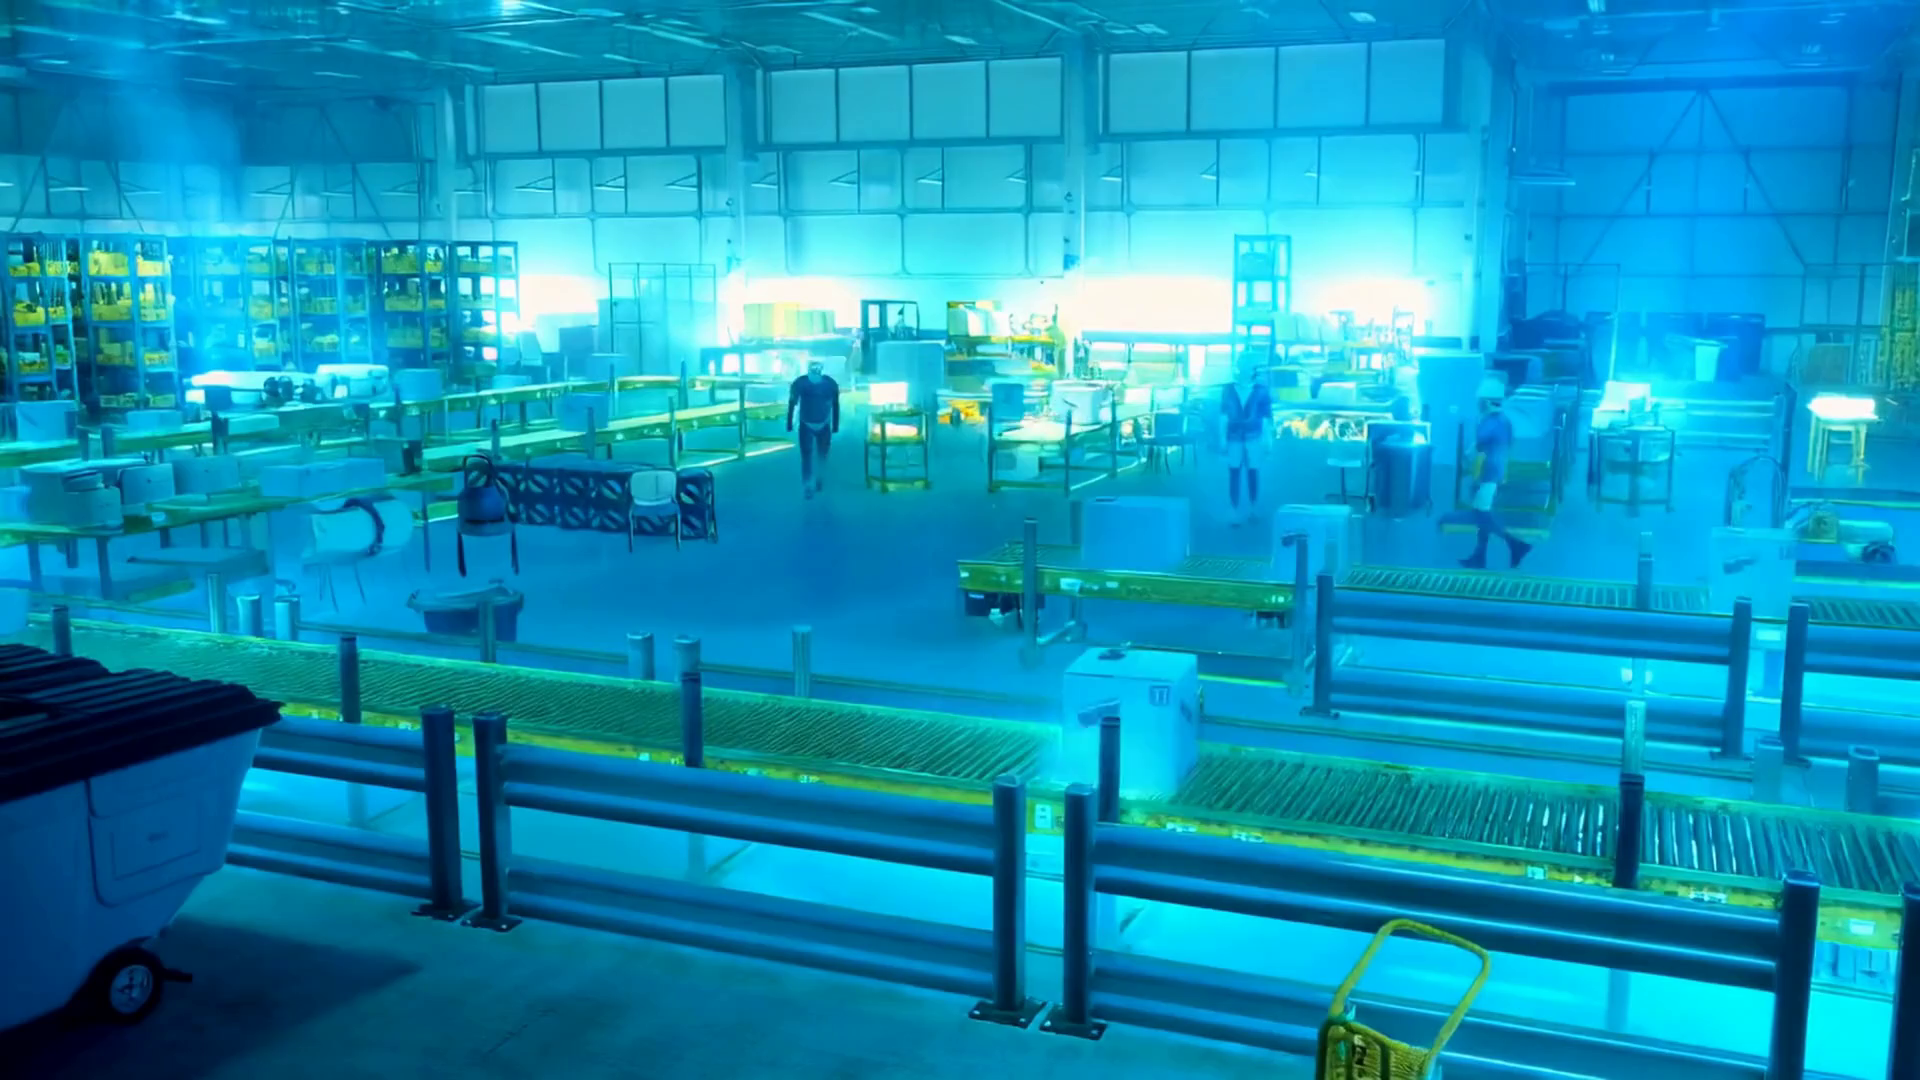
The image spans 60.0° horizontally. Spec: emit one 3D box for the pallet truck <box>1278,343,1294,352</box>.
[{"bbox_3d":[7.886,-4.163,39.743,0.653,1.274,1.630,4,10,22],"label":"pallet truck"}]

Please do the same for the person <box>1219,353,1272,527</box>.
[{"bbox_3d":[3.333,-1.171,19.439,0.619,2.048,0.581,2,10,14],"label":"person"}]

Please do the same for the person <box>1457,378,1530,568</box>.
[{"bbox_3d":[5.332,-0.639,16.504,0.687,1.922,0.547,8,12,39],"label":"person"}]

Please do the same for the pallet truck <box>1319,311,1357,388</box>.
[{"bbox_3d":[9.071,-4.419,39.190,0.823,1.965,1.885,5,10,26],"label":"pallet truck"}]

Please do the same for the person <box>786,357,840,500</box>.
[{"bbox_3d":[-1.933,-1.488,21.874,0.705,1.865,0.887,-1,9,-6],"label":"person"}]

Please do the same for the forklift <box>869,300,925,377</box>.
[{"bbox_3d":[-1.732,-5.109,42.468,1.157,1.987,2.680,4,10,22],"label":"forklift"}]

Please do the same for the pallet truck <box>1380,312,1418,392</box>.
[{"bbox_3d":[10.207,-4.283,38.369,0.823,1.965,1.885,3,10,20],"label":"pallet truck"}]

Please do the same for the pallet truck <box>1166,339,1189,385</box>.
[{"bbox_3d":[5.418,-4.269,40.420,0.704,1.261,1.522,3,10,20],"label":"pallet truck"}]

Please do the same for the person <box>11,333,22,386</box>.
[{"bbox_3d":[-19.992,-3.799,35.575,0.614,1.947,0.974,8,13,42],"label":"person"}]

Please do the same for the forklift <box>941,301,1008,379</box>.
[{"bbox_3d":[0.365,-4.966,41.571,1.157,1.987,2.680,3,10,20],"label":"forklift"}]

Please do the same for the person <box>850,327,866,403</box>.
[{"bbox_3d":[-2.116,-3.570,34.796,0.365,1.757,0.541,-1,9,-8],"label":"person"}]

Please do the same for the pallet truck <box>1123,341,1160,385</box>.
[{"bbox_3d":[4.445,-4.380,41.279,0.680,1.201,1.601,4,10,22],"label":"pallet truck"}]
